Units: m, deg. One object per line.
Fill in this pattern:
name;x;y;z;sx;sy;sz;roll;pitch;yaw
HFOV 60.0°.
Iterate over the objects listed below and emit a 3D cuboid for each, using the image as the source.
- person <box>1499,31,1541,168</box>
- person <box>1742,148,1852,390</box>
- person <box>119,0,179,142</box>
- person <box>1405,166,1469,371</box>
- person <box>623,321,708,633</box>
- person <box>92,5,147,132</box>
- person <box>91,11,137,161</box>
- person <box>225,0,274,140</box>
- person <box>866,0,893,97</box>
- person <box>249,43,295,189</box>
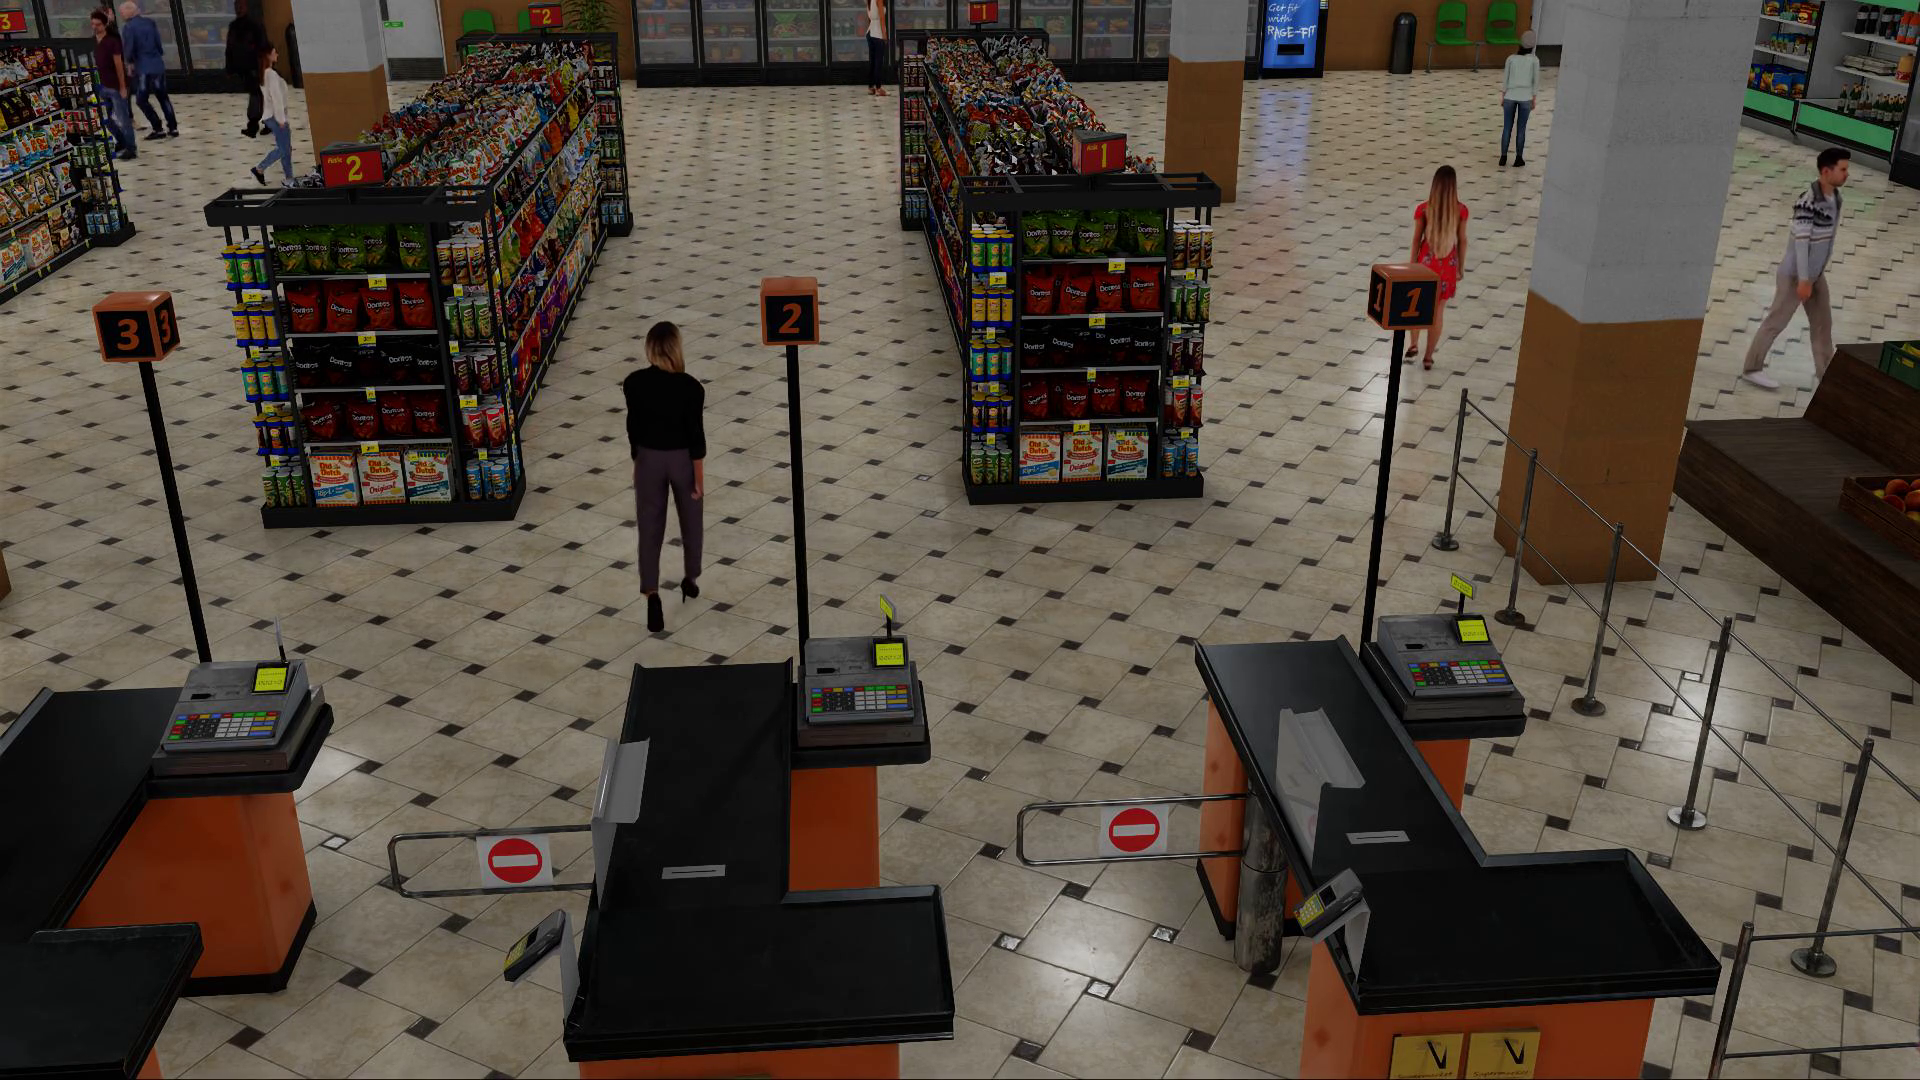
person;6.926;-5.476;20.617;0.647;1.639;0.648;10;26;22
person;6.244;-2.016;12.480;1.043;1.822;1.182;-18;30;-36
person;-10.827;-6.237;22.160;0.920;1.797;0.755;17;29;33
person;3.704;-2.090;12.948;0.694;1.583;0.728;7;25;16
person;-1.565;-0.293;8.769;0.631;1.641;1.010;0;24;0
person;-11.593;-6.366;22.596;0.969;1.682;1.012;-15;28;-30
person;-10.643;-5.712;20.922;0.833;1.826;0.832;15;28;30
person;-9.479;-6.319;22.359;0.948;1.786;1.299;5;24;11
person;-1.310;-7.819;25.790;0.735;1.784;0.617;-15;28;-30
person;-7.894;-4.804;19.032;0.957;1.677;0.959;-17;29;-34
